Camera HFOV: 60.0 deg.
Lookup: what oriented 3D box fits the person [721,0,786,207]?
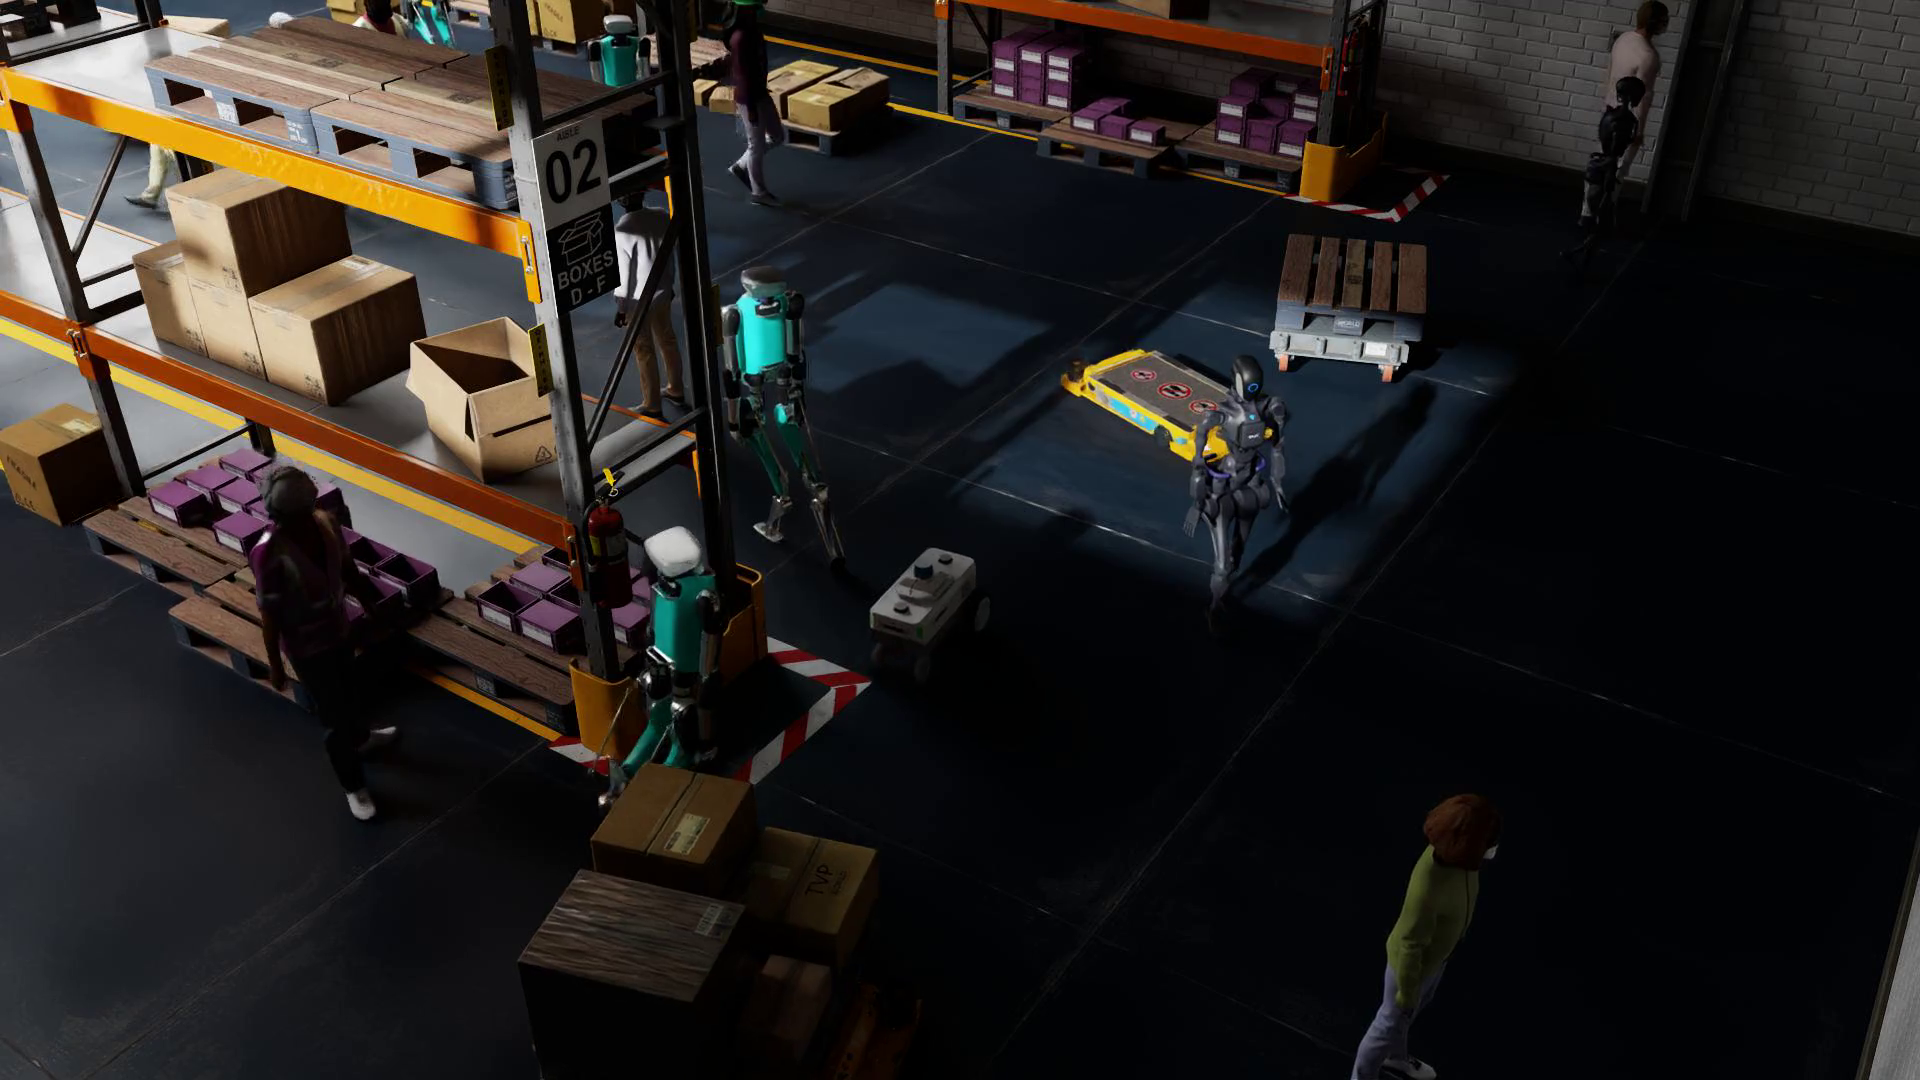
[{"bbox_3d":[-1.758,-3.776,14.150,0.477,1.935,0.494,8,34,13],"label":"person"}]

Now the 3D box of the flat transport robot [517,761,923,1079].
[{"bbox_3d":[-0.932,1.973,6.840,1.431,0.231,0.659,9,34,14],"label":"flat transport robot"}]

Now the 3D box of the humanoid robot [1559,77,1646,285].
[{"bbox_3d":[4.955,-2.765,12.829,0.363,1.643,0.611,11,35,16],"label":"humanoid robot"}]

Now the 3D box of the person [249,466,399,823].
[{"bbox_3d":[-2.943,0.423,7.811,0.452,1.826,0.683,8,34,12],"label":"person"}]

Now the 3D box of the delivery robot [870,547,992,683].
[{"bbox_3d":[-0.195,0.364,9.041,0.499,0.583,0.768,15,36,22],"label":"delivery robot"}]

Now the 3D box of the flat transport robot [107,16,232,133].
[{"bbox_3d":[-7.488,-4.113,16.195,1.431,0.231,0.659,7,34,10],"label":"flat transport robot"}]

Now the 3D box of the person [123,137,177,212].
[{"bbox_3d":[-6.791,-3.520,13.956,0.870,1.707,0.566,-3,33,-5],"label":"person"}]

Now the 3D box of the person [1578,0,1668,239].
[{"bbox_3d":[5.453,-3.451,13.648,0.371,1.938,0.628,-2,33,-4],"label":"person"}]

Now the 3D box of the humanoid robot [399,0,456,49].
[{"bbox_3d":[-5.238,-5.215,16.558,0.534,1.825,0.684,-23,39,-31],"label":"humanoid robot"}]

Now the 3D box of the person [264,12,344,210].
[{"bbox_3d":[-5.468,-3.602,14.063,0.490,1.735,0.752,12,35,17],"label":"person"}]

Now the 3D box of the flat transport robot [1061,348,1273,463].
[{"bbox_3d":[1.393,-0.949,11.332,0.659,0.231,1.431,-22,39,-30],"label":"flat transport robot"}]

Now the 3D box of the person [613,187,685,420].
[{"bbox_3d":[-2.109,-1.641,11.033,0.341,1.749,0.568,20,38,27],"label":"person"}]

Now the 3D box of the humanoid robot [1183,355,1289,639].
[{"bbox_3d":[1.508,-0.260,8.990,0.612,1.643,0.478,-12,35,-17],"label":"humanoid robot"}]

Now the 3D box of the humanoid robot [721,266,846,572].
[{"bbox_3d":[-0.948,-0.604,9.519,0.560,1.845,0.863,-22,39,-30],"label":"humanoid robot"}]

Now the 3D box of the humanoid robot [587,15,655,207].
[{"bbox_3d":[-2.689,-3.395,13.758,0.565,1.728,1.056,-16,36,-23],"label":"humanoid robot"}]

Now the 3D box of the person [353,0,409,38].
[{"bbox_3d":[-4.913,-3.862,14.386,0.434,1.831,0.625,17,37,24],"label":"person"}]

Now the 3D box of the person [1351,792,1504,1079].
[{"bbox_3d":[1.750,1.561,6.235,0.314,1.622,0.512,22,39,30],"label":"person"}]

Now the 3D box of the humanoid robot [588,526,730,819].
[{"bbox_3d":[-1.372,0.835,7.252,0.799,1.783,0.531,-25,40,-33],"label":"humanoid robot"}]
